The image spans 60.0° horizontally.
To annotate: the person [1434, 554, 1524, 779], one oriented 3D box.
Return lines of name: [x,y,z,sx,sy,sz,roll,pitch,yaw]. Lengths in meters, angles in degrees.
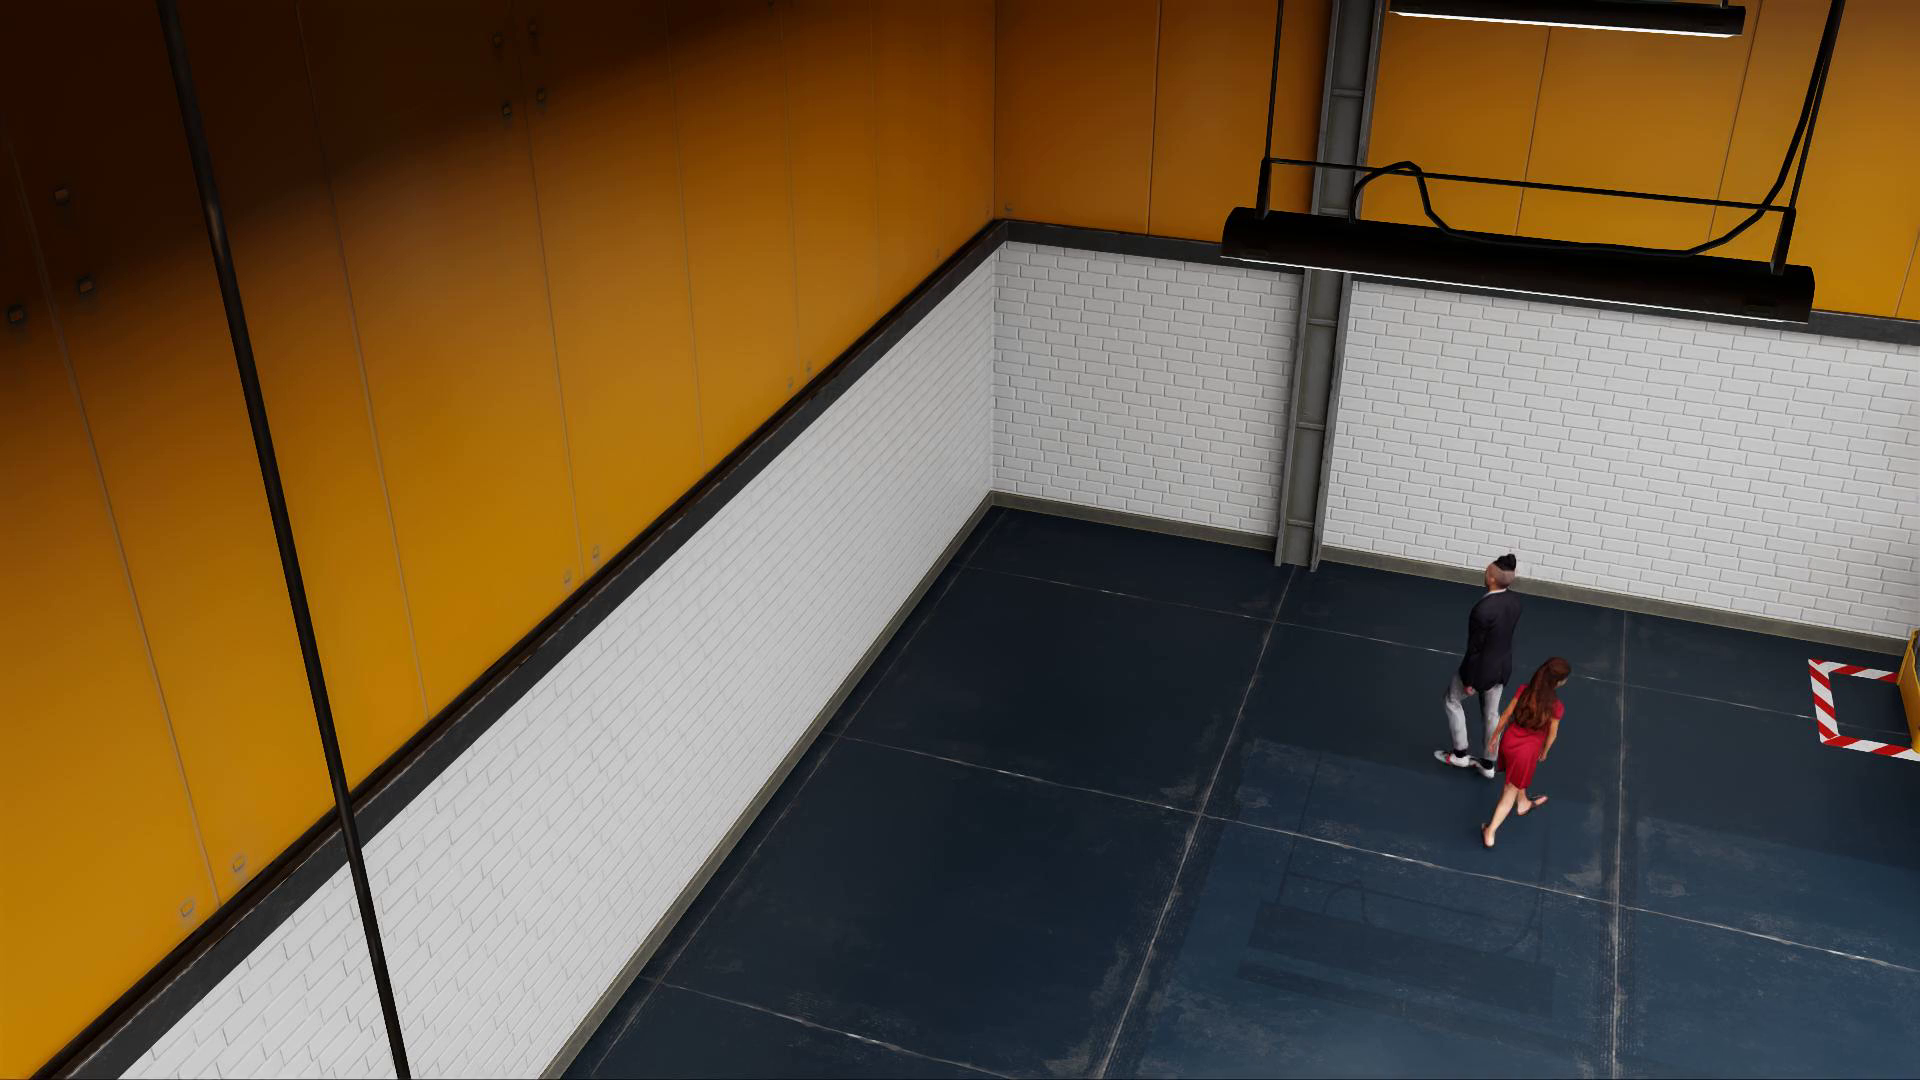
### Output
person: [4.083,0.999,12.654,0.866,1.933,0.909,-16,32,-27]

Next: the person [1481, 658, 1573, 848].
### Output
person: [4.046,1.549,12.101,0.987,1.496,0.930,22,36,35]
